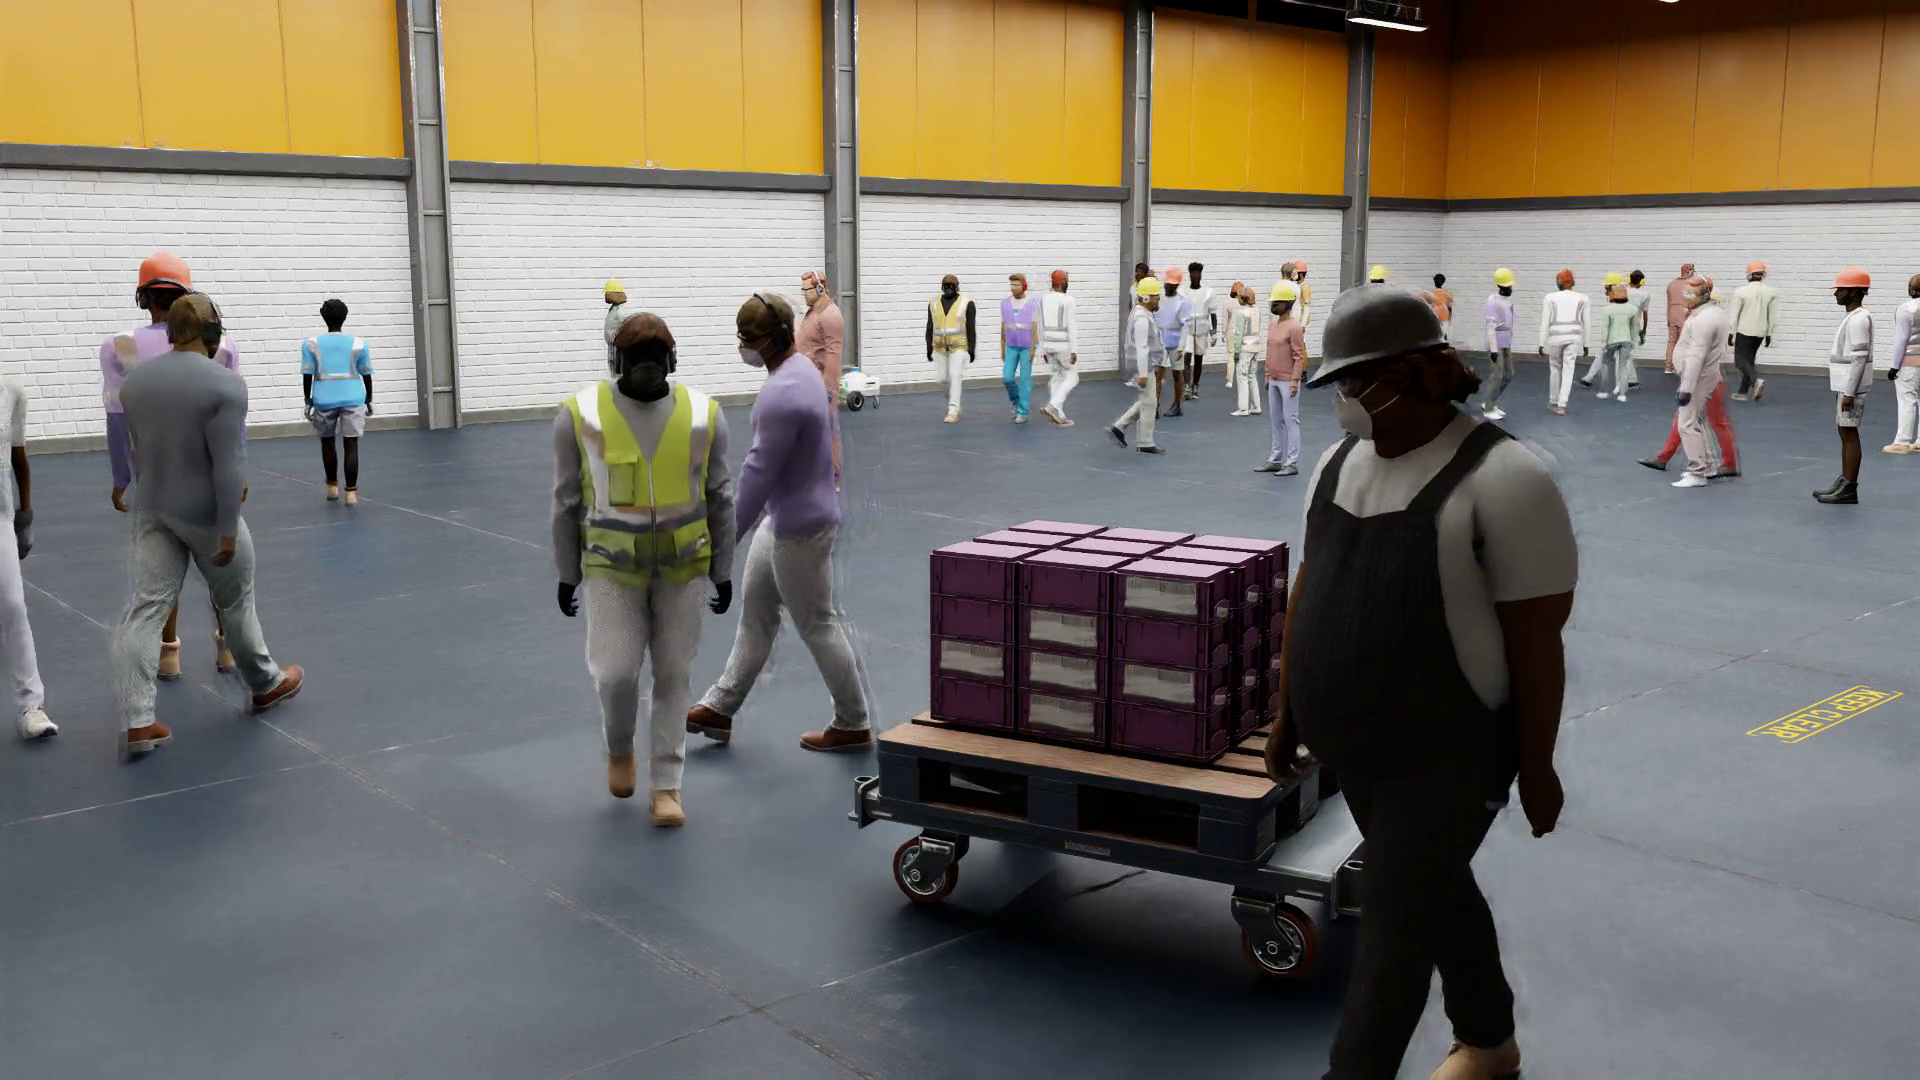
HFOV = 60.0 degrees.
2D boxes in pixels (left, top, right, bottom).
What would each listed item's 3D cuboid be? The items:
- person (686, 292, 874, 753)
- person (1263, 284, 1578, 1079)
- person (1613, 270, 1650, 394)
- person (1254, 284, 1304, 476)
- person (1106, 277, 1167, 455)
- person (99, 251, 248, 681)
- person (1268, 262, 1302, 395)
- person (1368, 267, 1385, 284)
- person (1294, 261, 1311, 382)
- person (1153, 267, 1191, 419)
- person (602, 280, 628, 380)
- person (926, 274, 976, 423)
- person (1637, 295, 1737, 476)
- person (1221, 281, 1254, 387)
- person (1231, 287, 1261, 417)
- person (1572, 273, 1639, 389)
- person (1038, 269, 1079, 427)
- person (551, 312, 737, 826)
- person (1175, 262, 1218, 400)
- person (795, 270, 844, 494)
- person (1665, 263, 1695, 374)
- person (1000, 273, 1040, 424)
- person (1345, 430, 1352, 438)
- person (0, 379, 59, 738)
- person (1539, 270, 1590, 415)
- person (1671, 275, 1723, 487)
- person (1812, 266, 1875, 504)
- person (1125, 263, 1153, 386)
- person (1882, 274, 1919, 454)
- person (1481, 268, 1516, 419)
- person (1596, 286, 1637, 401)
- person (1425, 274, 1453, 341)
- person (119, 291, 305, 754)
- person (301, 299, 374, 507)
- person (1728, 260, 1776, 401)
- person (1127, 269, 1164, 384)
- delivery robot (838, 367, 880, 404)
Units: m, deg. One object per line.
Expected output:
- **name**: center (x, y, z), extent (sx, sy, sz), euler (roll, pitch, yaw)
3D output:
- **person**: center (-0.762, -0.037, 6.627), extent (0.894, 1.877, 0.653), euler (-1, 10, -6)
- **person**: center (1.006, 0.369, 3.779), extent (1.014, 2.000, 0.709), euler (-5, 11, -28)
- **person**: center (9.822, -3.060, 24.534), extent (0.597, 1.820, 0.836), euler (6, 11, 30)
- **person**: center (2.970, -1.474, 15.370), extent (0.328, 1.769, 0.526), euler (-4, 10, -21)
- **person**: center (1.827, -1.759, 16.891), extent (0.514, 1.816, 0.609), euler (0, 10, 2)
- **person**: center (-3.746, -0.348, 7.972), extent (0.615, 2.042, 0.373), euler (-6, 12, -33)
- **person**: center (4.748, -3.086, 24.313), extent (0.378, 1.937, 0.629), euler (-5, 11, -27)
- **person**: center (5.637, -2.774, 22.670), extent (0.595, 1.874, 1.025), euler (9, 13, 43)
- **person**: center (5.429, -3.498, 26.717), extent (0.357, 1.936, 0.551), euler (-1, 10, -6)
- **person**: center (2.591, -2.442, 20.693), extent (0.567, 1.880, 0.917), euler (6, 11, 30)
- **person**: center (-4.074, -2.200, 19.693), extent (0.294, 1.744, 0.486), euler (-5, 11, -27)
- **person**: center (-0.098, -2.353, 20.402), extent (0.647, 1.816, 0.595), euler (3, 10, 19)
- **person**: center (6.775, -1.437, 15.329), extent (0.890, 1.706, 0.534), euler (2, 10, 13)
- **person**: center (4.278, -3.161, 25.636), extent (0.499, 1.633, 0.280), euler (1, 10, 8)
- **person**: center (3.637, -2.373, 21.053), extent (0.315, 1.632, 0.526), euler (8, 12, 38)
- **person**: center (9.913, -3.171, 25.308), extent (0.980, 1.767, 0.620), euler (4, 10, 22)
- **person**: center (1.150, -2.255, 19.643), extent (0.456, 1.869, 0.603), euler (-9, 13, -43)
- **person**: center (-1.113, 0.106, 5.930), extent (0.651, 1.829, 0.445), euler (-3, 10, -19)
- **person**: center (3.299, -2.913, 23.316), extent (0.631, 1.923, 0.941), euler (1, 10, 3)
- **person**: center (-1.211, -1.328, 14.124), extent (0.409, 1.903, 0.638), euler (-4, 10, -22)
- **person**: center (12.343, -3.759, 28.367), extent (0.400, 1.901, 0.647), euler (-4, 11, -24)
- **person**: center (0.723, -2.312, 20.126), extent (0.560, 1.823, 0.468), euler (5, 11, 25)
- **person**: center (2.376, -0.459, 9.166), extent (0.560, 1.857, 0.399), euler (-1, 10, -4)
- **person**: center (-4.166, -0.073, 7.038), extent (0.509, 1.810, 0.968), euler (-9, 13, -41)
- **person**: center (7.779, -2.546, 21.425), extent (0.620, 1.830, 0.937), euler (2, 10, 13)
- **person**: center (6.456, -1.383, 14.588), extent (0.414, 1.866, 0.748), euler (4, 11, 24)
- **person**: center (7.252, -1.259, 13.612), extent (0.374, 1.939, 0.545), euler (4, 11, 24)
- **person**: center (2.851, -3.339, 25.856), extent (0.374, 1.915, 0.595), euler (-7, 12, -37)
- **person**: center (9.789, -1.797, 17.056), extent (0.624, 1.841, 0.430), euler (-3, 10, -15)
- **person**: center (6.665, -2.427, 20.621), extent (0.510, 1.879, 0.662), euler (9, 13, 42)
- **person**: center (9.222, -2.761, 23.385), extent (0.515, 1.606, 0.754), euler (1, 10, 3)
- **person**: center (8.775, -4.033, 30.554), extent (0.531, 1.697, 0.320), euler (0, 10, -1)
- **person**: center (-3.229, -0.092, 7.005), extent (0.650, 1.877, 1.058), euler (2, 10, 13)
- **person**: center (-5.058, -1.118, 13.560), extent (0.557, 1.671, 0.694), euler (-3, 10, -19)
- **person**: center (11.012, -2.892, 23.080), extent (0.622, 1.968, 0.802), euler (-1, 10, -6)
- **person**: center (2.932, -3.351, 26.227), extent (0.681, 1.809, 0.509), euler (-2, 10, -14)
- **delivery robot**: center (-1.382, -2.040, 21.951), extent (0.477, 0.478, 0.707), euler (8, 12, 38)
